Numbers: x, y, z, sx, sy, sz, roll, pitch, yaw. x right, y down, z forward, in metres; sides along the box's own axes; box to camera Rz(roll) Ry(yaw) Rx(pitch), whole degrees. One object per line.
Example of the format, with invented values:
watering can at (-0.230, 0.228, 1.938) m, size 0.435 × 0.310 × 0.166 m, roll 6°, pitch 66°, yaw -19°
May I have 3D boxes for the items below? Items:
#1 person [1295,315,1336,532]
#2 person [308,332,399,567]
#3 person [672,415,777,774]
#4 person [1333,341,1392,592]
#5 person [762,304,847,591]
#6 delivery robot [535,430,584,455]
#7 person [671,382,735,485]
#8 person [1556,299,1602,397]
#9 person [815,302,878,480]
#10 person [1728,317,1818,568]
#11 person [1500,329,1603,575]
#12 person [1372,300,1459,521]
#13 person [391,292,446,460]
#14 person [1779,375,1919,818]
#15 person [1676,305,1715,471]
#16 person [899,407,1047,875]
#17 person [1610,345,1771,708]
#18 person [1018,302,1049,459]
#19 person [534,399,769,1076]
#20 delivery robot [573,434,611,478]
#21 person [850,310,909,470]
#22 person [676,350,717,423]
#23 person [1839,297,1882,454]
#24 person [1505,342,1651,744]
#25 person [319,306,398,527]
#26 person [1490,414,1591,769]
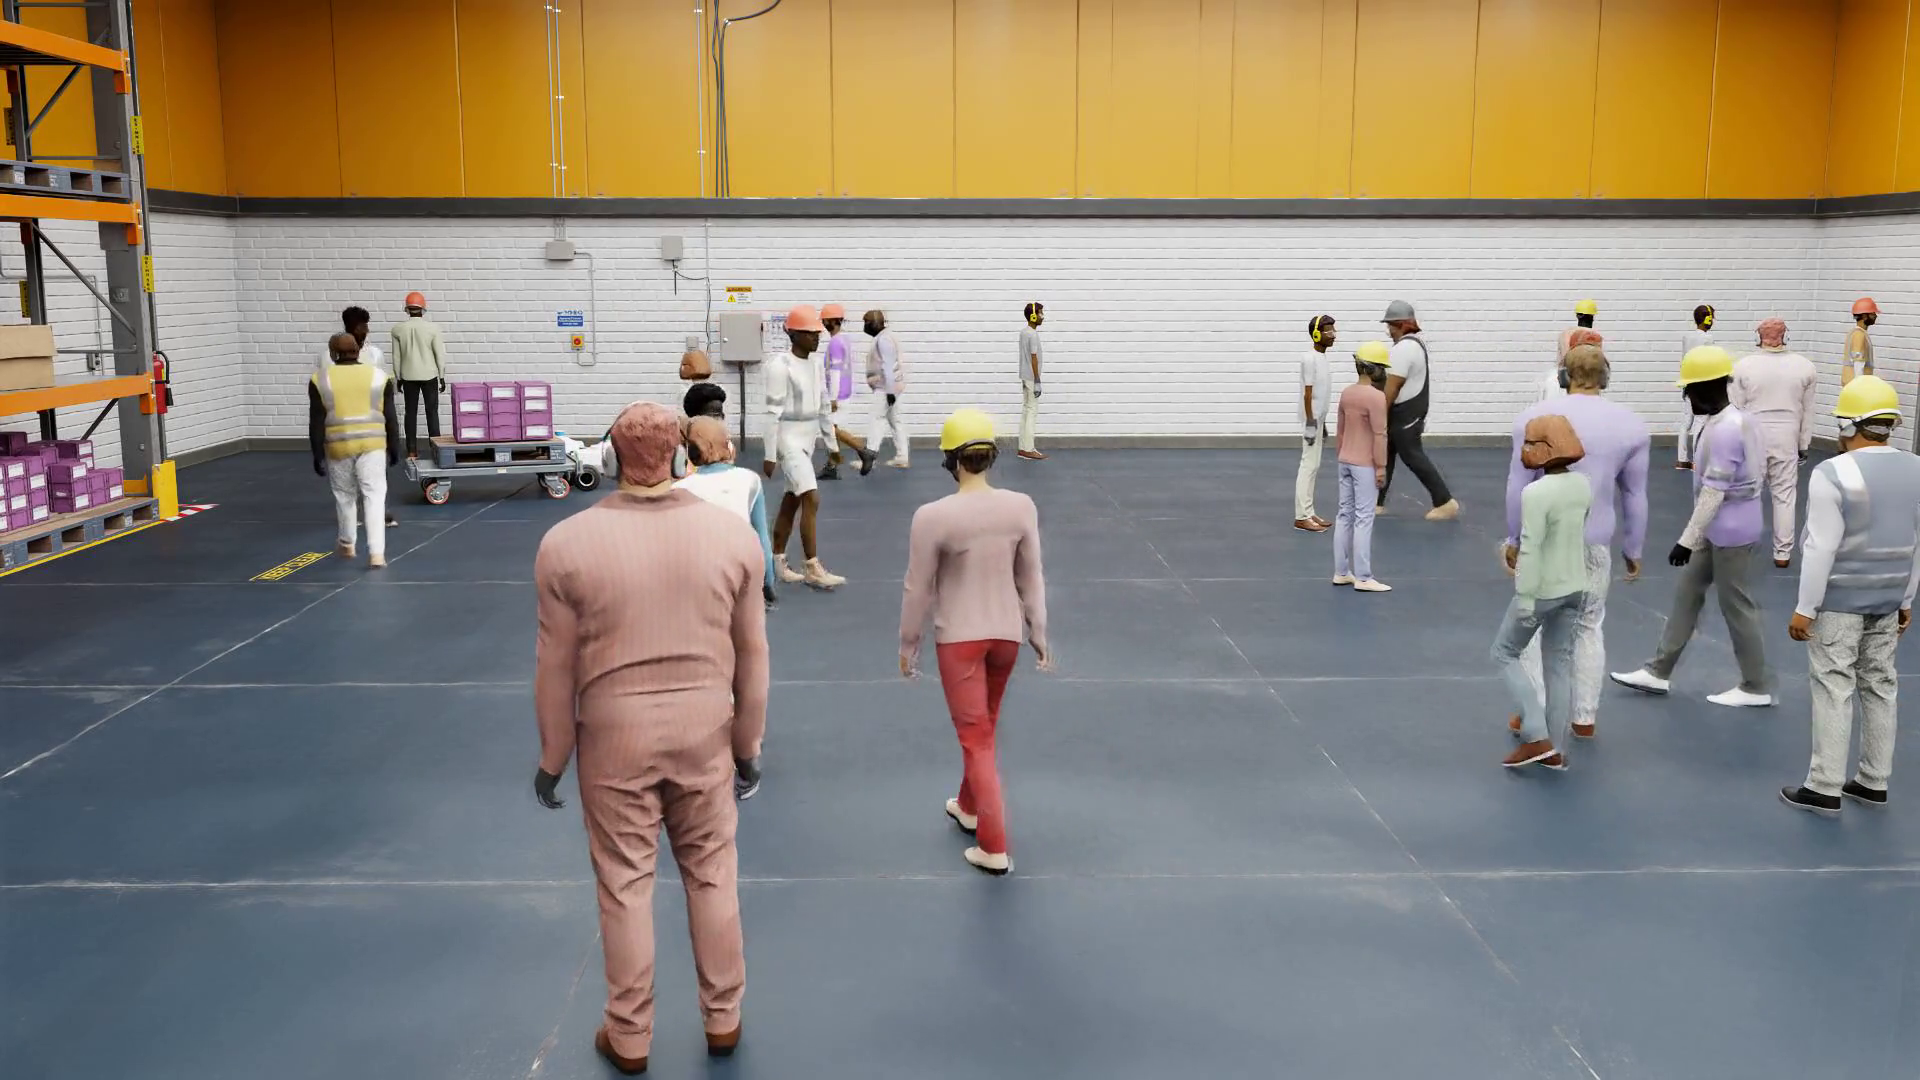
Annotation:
person at (3.109, -1.018, 14.475) m, size 0.336 × 1.873 × 0.521 m, roll 5°, pitch 10°, yaw 26°
person at (-4.643, -0.693, 12.773) m, size 0.648 × 1.789 × 0.997 m, roll -4°, pitch 10°, yaw -22°
person at (-1.085, 0.245, 7.465) m, size 0.549 × 1.619 × 0.384 m, roll -9°, pitch 13°, yaw -44°
person at (2.857, -0.519, 11.757) m, size 0.337 × 1.760 × 0.526 m, roll -3°, pitch 10°, yaw -19°
person at (-1.052, -0.654, 11.795) m, size 0.851 × 2.009 × 0.620 m, roll 4°, pitch 10°, yaw 21°
delivery robot at (-4.234, -0.918, 17.596) m, size 0.477 × 0.478 × 0.707 m, roll 1°, pitch 9°, yaw 4°
person at (-1.495, -0.030, 8.989) m, size 0.595 × 1.673 × 0.553 m, roll 9°, pitch 13°, yaw 43°
person at (7.060, -1.774, 18.929) m, size 0.370 × 1.929 × 0.585 m, roll -5°, pitch 11°, yaw -30°
person at (-1.261, -1.579, 17.777) m, size 0.659 × 1.916 × 0.558 m, roll 0°, pitch 9°, yaw -1°
person at (6.115, -0.731, 12.627) m, size 0.639 × 1.902 × 0.406 m, roll 2°, pitch 9°, yaw 9°
person at (4.197, -0.564, 11.716) m, size 0.590 × 1.857 × 0.544 m, roll -8°, pitch 12°, yaw -40°
person at (4.083, -1.201, 15.076) m, size 0.977 × 2.000 × 0.682 m, roll 3°, pitch 10°, yaw 19°
person at (-6.405, -1.938, 19.731) m, size 0.611 × 1.997 × 0.375 m, roll -1°, pitch 9°, yaw -4°
person at (3.705, 0.235, 6.909) m, size 0.601 × 1.830 × 0.404 m, roll -3°, pitch 10°, yaw -17°
person at (8.310, -1.703, 18.684) m, size 0.328 × 1.871 × 0.510 m, roll -3°, pitch 10°, yaw -17°
person at (0.002, 0.359, 6.402) m, size 0.555 × 1.733 × 0.799 m, roll -5°, pitch 11°, yaw -29°
person at (3.830, -0.054, 8.565) m, size 0.838 × 1.877 × 0.620 m, roll 3°, pitch 10°, yaw 16°
person at (0.869, -1.899, 19.881) m, size 0.313 × 1.869 × 0.535 m, roll -2°, pitch 10°, yaw -14°
person at (-0.867, 0.555, 4.725) m, size 0.651 × 1.906 × 0.402 m, roll -3°, pitch 10°, yaw -20°
delivery robot at (-3.623, -0.847, 17.162) m, size 0.707 × 0.478 × 0.477 m, roll -2°, pitch 9°, yaw -13°
person at (-0.930, -1.690, 18.849) m, size 0.740 × 1.803 × 0.652 m, roll -1°, pitch 9°, yaw -5°
person at (-2.075, -0.713, 13.366) m, size 0.409 × 1.625 × 0.500 m, roll 7°, pitch 11°, yaw 36°
person at (10.228, -1.780, 18.927) m, size 0.351 × 1.942 × 0.545 m, roll 4°, pitch 10°, yaw 22°
person at (2.938, 0.026, 7.930) m, size 0.657 × 1.915 × 0.457 m, roll 1°, pitch 9°, yaw 7°
person at (-5.227, -1.056, 14.485) m, size 0.626 × 1.932 × 0.771 m, roll -9°, pitch 13°, yaw -43°
person at (2.632, 0.242, 7.512) m, size 0.512 × 1.622 × 0.335 m, roll -6°, pitch 11°, yaw -34°
